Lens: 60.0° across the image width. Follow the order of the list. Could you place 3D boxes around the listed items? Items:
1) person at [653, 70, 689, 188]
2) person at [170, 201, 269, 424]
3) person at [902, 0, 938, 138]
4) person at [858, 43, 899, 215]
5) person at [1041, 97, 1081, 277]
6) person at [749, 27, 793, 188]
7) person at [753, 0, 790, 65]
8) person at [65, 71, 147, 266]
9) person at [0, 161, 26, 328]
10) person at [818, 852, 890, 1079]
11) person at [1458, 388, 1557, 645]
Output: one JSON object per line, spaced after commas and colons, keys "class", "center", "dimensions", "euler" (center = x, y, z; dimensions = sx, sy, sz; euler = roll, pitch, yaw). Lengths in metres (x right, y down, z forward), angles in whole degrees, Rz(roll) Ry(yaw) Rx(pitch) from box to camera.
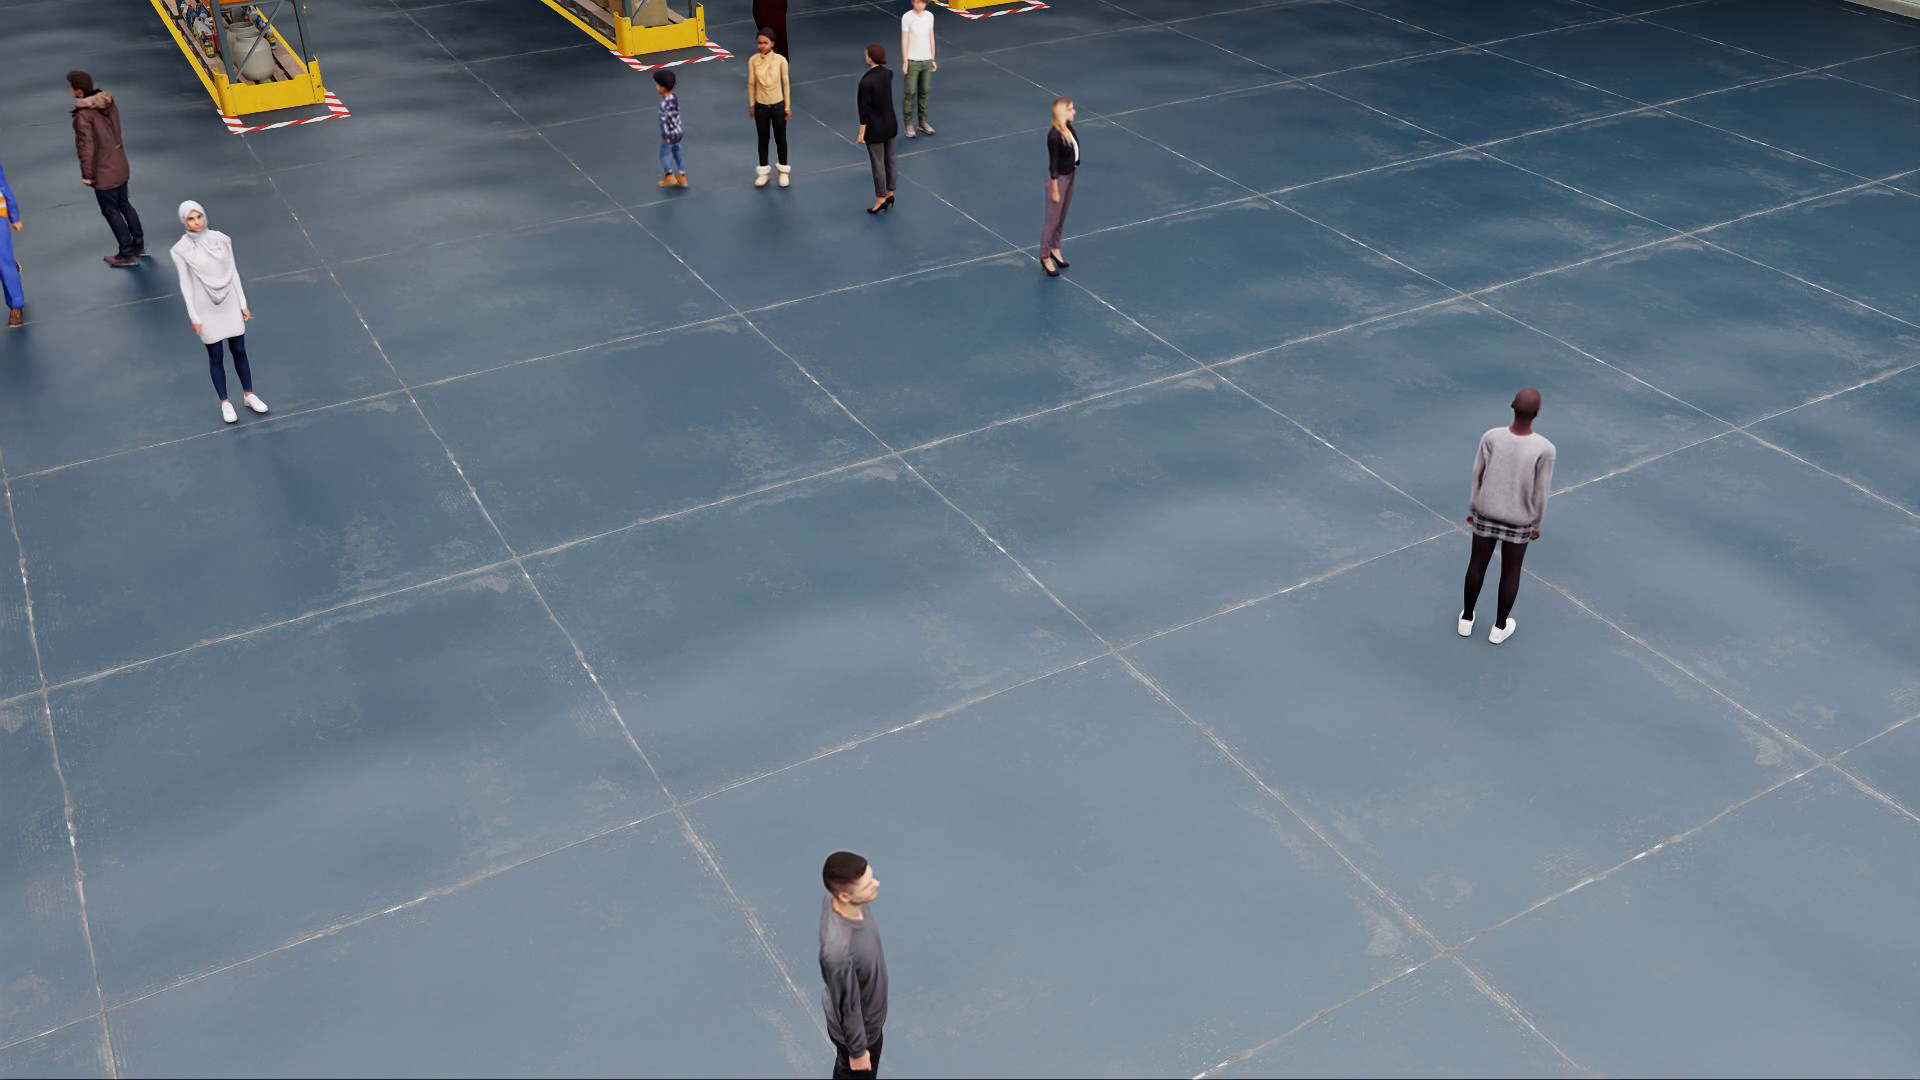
{"class": "person", "center": [-2.991, -4.308, 17.481], "dimensions": [0.646, 1.242, 0.594], "euler": [13, 34, 19]}
{"class": "person", "center": [-5.812, -1.800, 13.004], "dimensions": [0.654, 1.776, 0.598], "euler": [-26, 41, -35]}
{"class": "person", "center": [-0.481, -5.444, 18.894], "dimensions": [0.574, 1.655, 0.530], "euler": [-16, 35, -23]}
{"class": "person", "center": [-0.808, -4.152, 16.785], "dimensions": [0.724, 1.719, 0.724], "euler": [19, 37, 27]}
{"class": "person", "center": [0.913, -3.292, 15.471], "dimensions": [0.709, 1.668, 0.676], "euler": [14, 35, 20]}
{"class": "person", "center": [-1.993, -4.565, 17.495], "dimensions": [0.696, 1.661, 0.722], "euler": [2, 32, 3]}
{"class": "person", "center": [-2.351, -6.659, 20.724], "dimensions": [0.747, 1.757, 0.749], "euler": [20, 37, 29]}
{"class": "person", "center": [-8.027, -3.501, 15.632], "dimensions": [0.947, 1.848, 0.833], "euler": [3, 32, 5]}
{"class": "person", "center": [-8.509, -2.817, 14.549], "dimensions": [0.884, 1.848, 1.077], "euler": [-6, 33, -9]}
{"class": "person", "center": [-0.447, 1.993, 7.005], "dimensions": [0.756, 1.761, 0.625], "euler": [-3, 32, -4]}
{"class": "person", "center": [3.403, -0.156, 10.402], "dimensions": [0.647, 1.772, 0.760], "euler": [16, 36, 24]}
